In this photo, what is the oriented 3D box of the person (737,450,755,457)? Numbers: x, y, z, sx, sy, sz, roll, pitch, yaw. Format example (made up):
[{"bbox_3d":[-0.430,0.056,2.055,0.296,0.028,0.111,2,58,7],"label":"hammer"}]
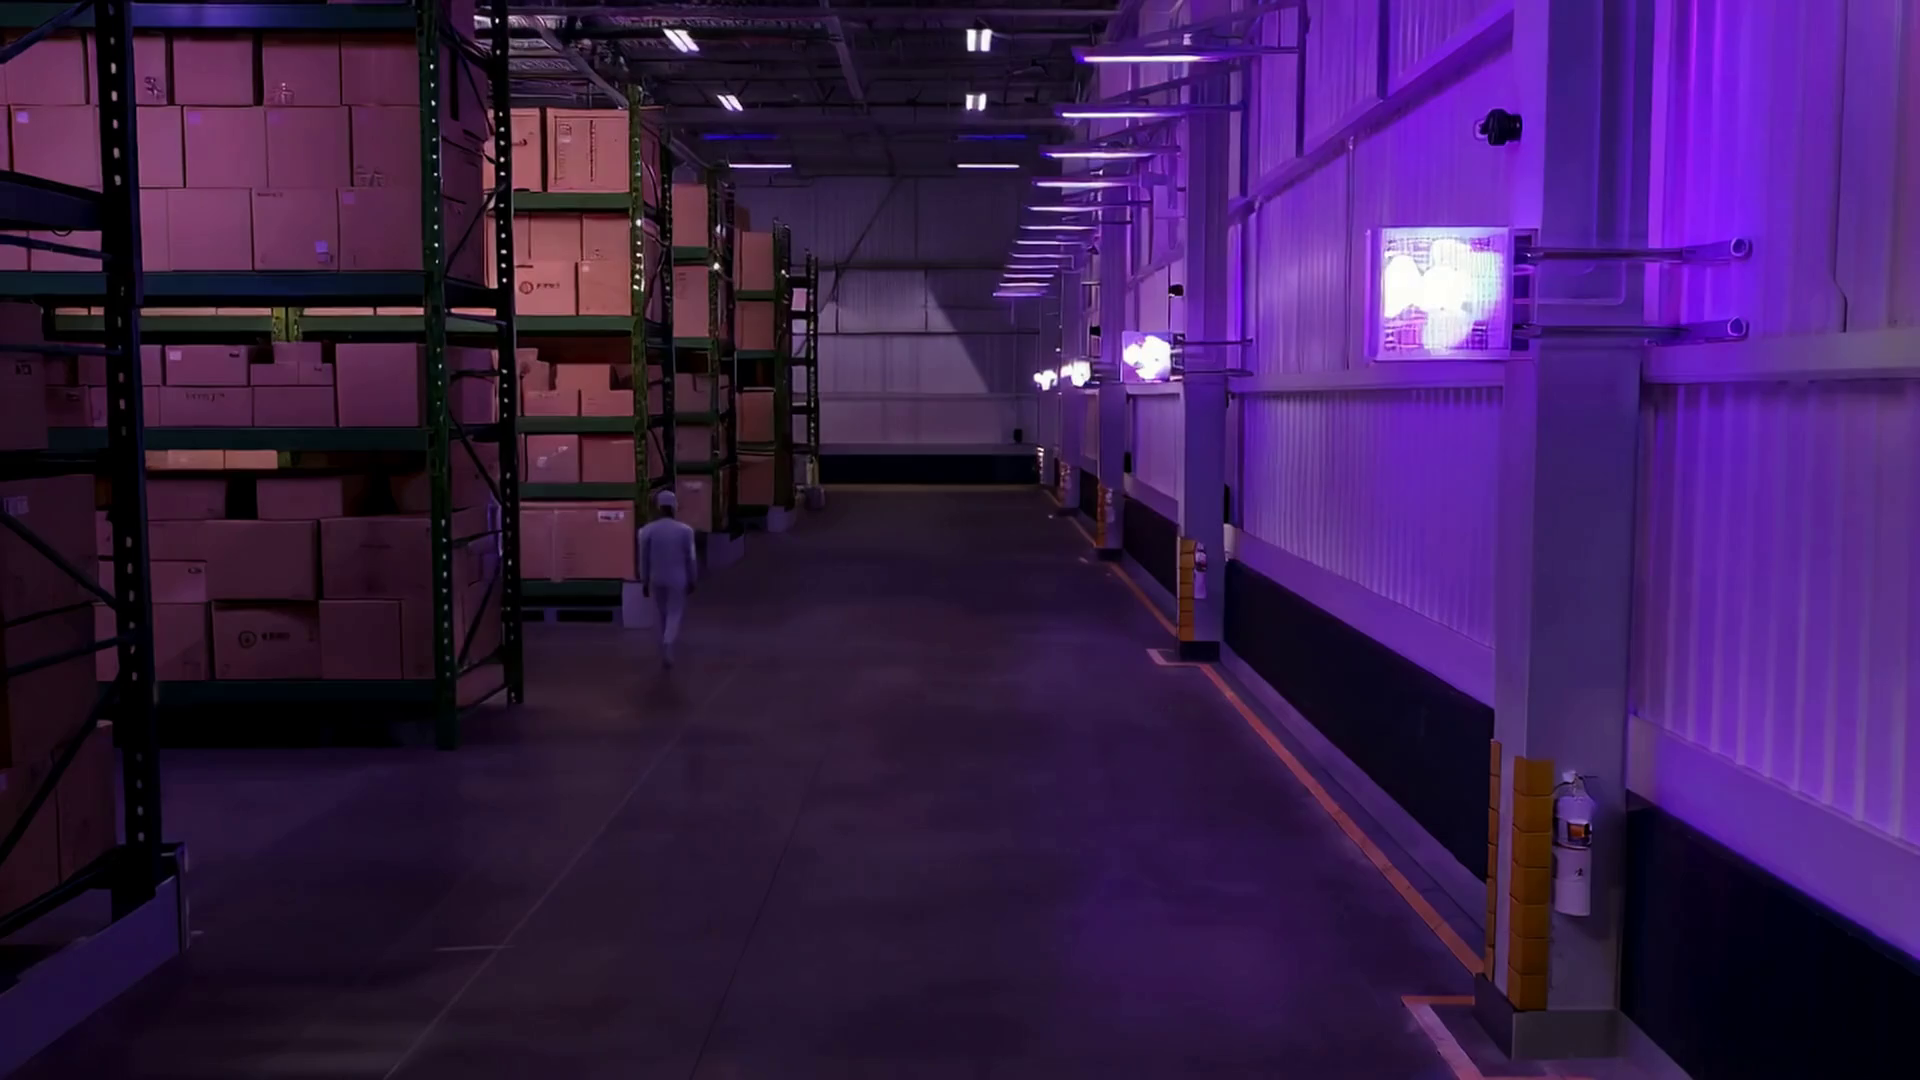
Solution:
[{"bbox_3d":[-4.889,-1.409,37.743,0.505,1.594,0.829,-4,6,-39],"label":"person"}]

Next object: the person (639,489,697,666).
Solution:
[{"bbox_3d":[-2.874,0.364,16.313,0.570,1.730,0.741,0,5,3],"label":"person"}]
